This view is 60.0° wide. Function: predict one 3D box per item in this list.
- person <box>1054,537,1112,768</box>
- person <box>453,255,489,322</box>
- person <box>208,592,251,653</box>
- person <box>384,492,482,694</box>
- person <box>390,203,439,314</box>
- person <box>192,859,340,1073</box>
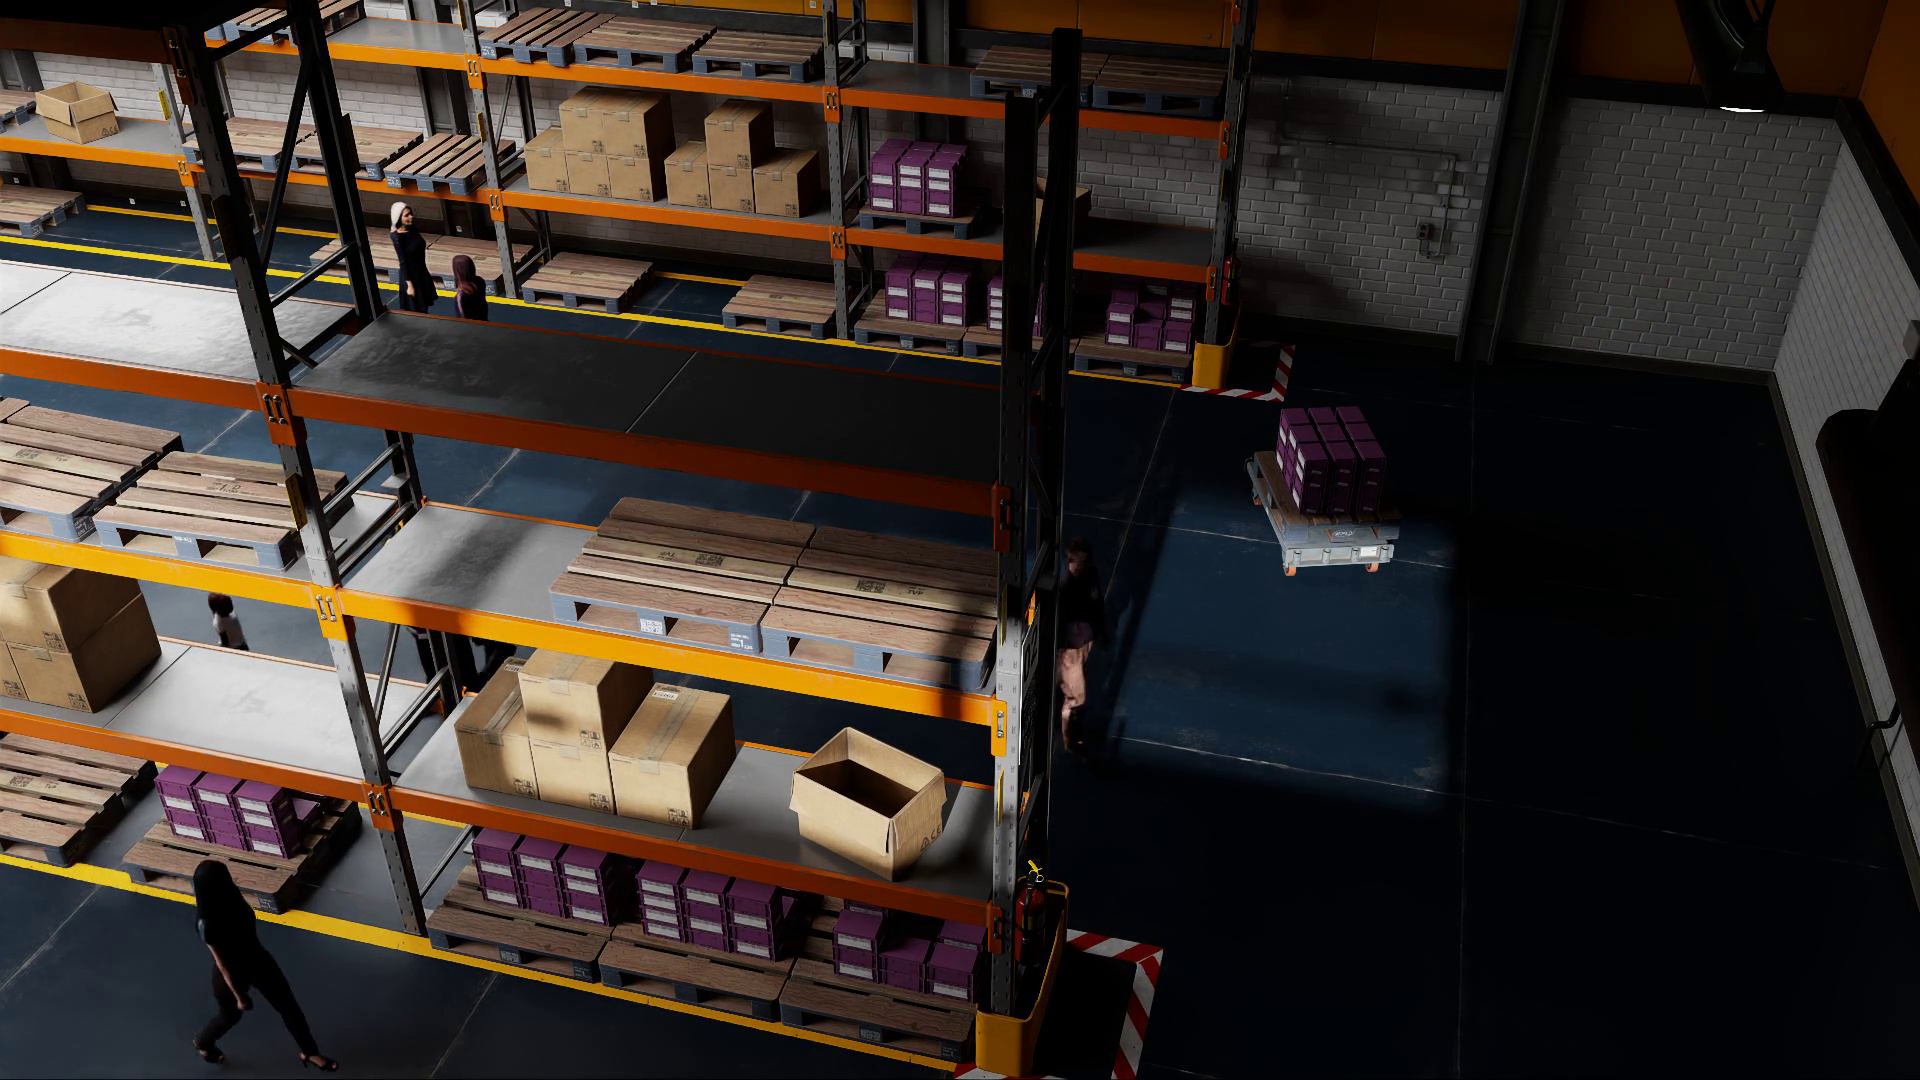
[{"bbox_3d":[0.744,0.709,12.215,1.012,1.815,0.895,26,41,33],"label":"person"},{"bbox_3d":[-4.854,-2.098,16.625,0.521,1.608,0.585,8,34,11],"label":"person"},{"bbox_3d":[-5.662,0.790,12.819,0.472,1.011,0.469,1,34,1],"label":"person"},{"bbox_3d":[-3.932,0.461,12.436,0.577,1.982,0.829,10,35,15],"label":"person"},{"bbox_3d":[-5.703,-2.712,17.422,0.576,1.747,0.607,6,34,9],"label":"person"},{"bbox_3d":[-4.232,2.514,9.610,1.143,1.693,0.731,2,34,3],"label":"person"}]
